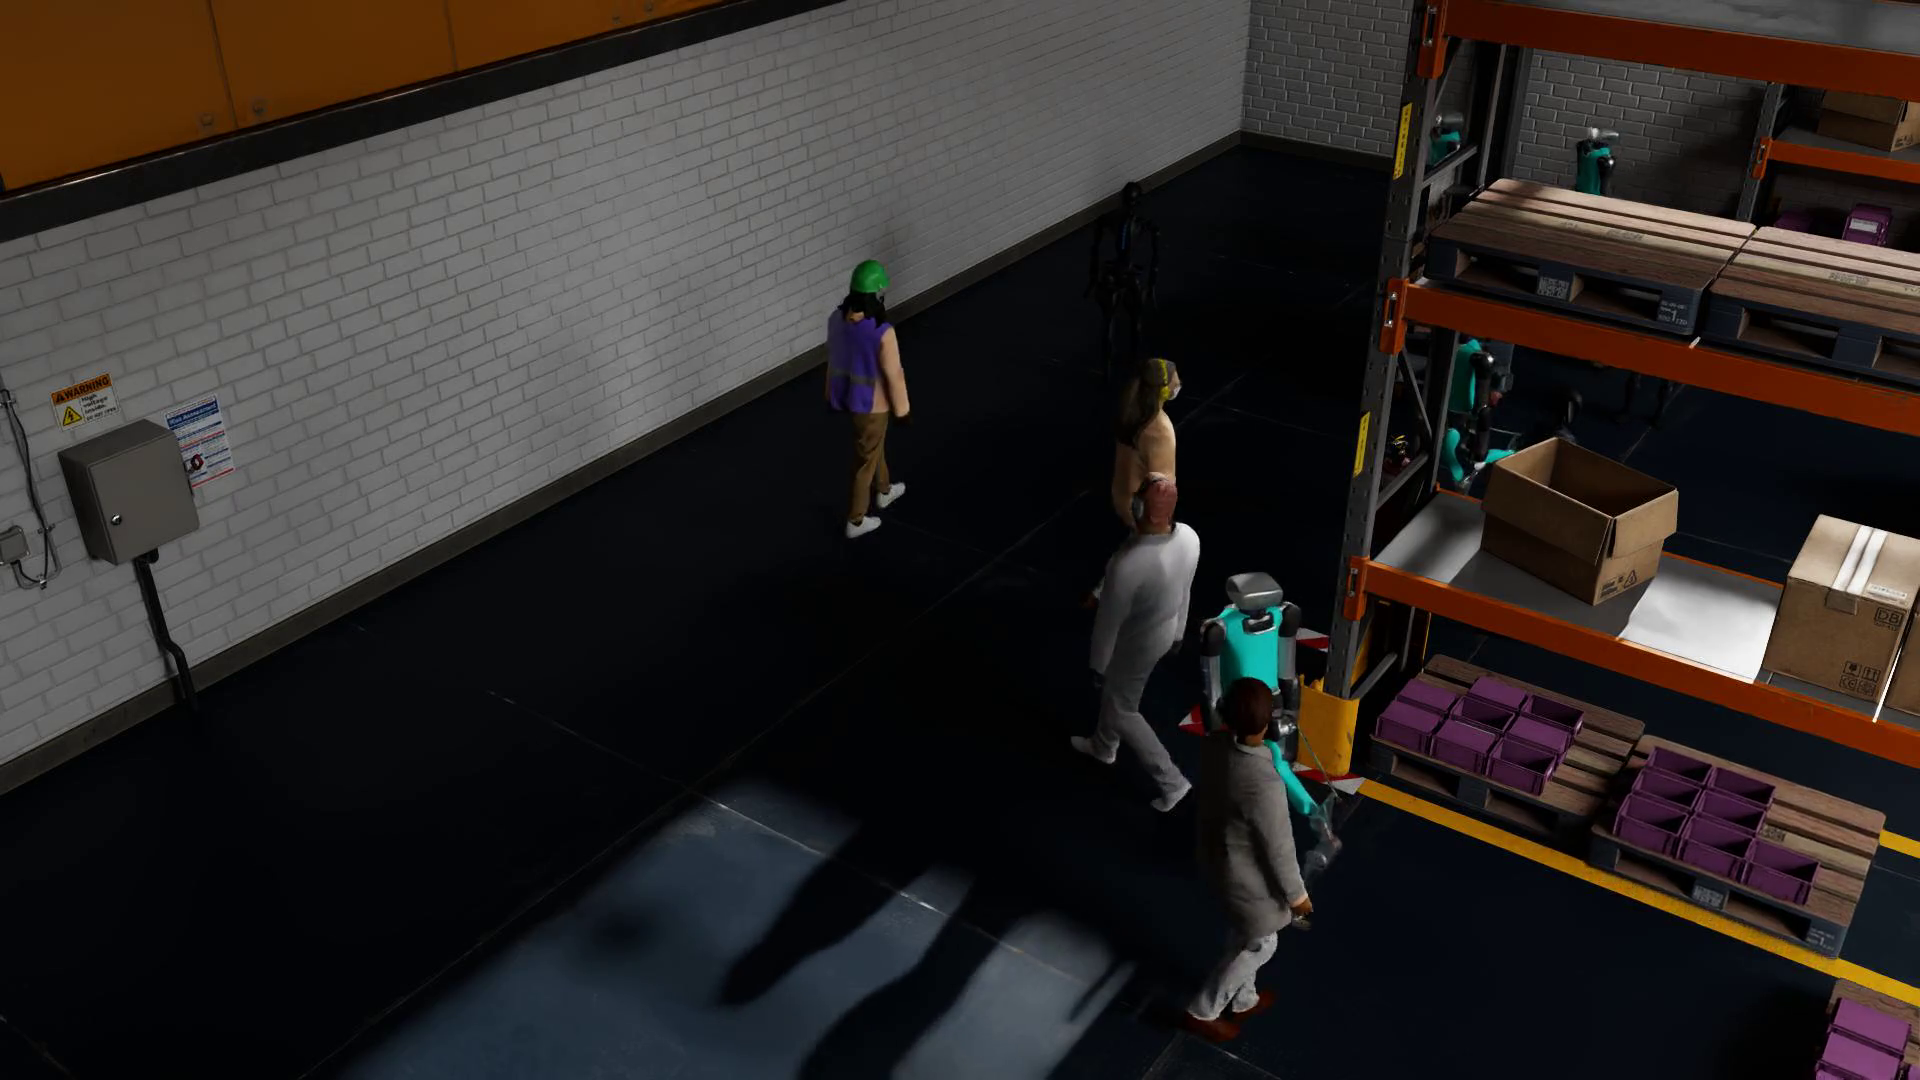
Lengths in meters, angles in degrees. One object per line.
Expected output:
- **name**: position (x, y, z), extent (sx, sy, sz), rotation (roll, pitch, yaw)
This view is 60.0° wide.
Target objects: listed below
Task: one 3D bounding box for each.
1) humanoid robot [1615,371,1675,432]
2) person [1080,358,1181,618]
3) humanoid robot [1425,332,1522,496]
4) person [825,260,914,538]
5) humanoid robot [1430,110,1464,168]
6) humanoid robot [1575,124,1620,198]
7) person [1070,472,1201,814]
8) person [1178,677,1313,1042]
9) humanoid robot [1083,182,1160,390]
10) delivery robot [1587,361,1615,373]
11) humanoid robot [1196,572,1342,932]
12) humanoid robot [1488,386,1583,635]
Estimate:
- **humanoid robot**: position (5.248, -1.591, 12.397), extent (0.590, 1.639, 0.357), rotation (6, 31, 11)
- **person**: position (1.052, -0.208, 9.805), extent (0.494, 1.861, 0.577), rotation (-11, 32, -18)
- **humanoid robot**: position (3.377, -0.698, 10.837), extent (1.066, 1.759, 0.560), rotation (-16, 33, -25)
- **person**: position (-0.529, -0.973, 11.085), extent (0.579, 1.901, 0.839), rotation (25, 38, 36)
- **humanoid robot**: position (4.454, -2.915, 14.642), extent (1.010, 1.734, 0.533), rotation (-3, 30, -6)
- **humanoid robot**: position (5.548, -2.676, 14.197), extent (0.741, 1.755, 0.555), rotation (-3, 30, -6)
- **person**: position (0.921, 0.515, 8.545), extent (0.858, 1.857, 0.654), rotation (23, 37, 34)
- **person**: position (1.217, 1.388, 7.090), extent (0.494, 1.799, 0.555), rotation (-11, 32, -19)
- **humanoid robot**: position (1.285, -2.063, 13.230), extent (0.606, 1.637, 0.694), rotation (8, 31, 14)
- **delivery robot**: position (5.258, -1.772, 13.812), extent (0.499, 0.580, 0.756), rotation (-23, 37, -34)
- **humanoid robot**: position (1.465, 1.065, 7.711), extent (0.540, 1.706, 1.038), rotation (-13, 33, -22)
- **humanoid robot**: position (3.452, -0.153, 9.892), extent (0.355, 1.644, 0.609), rotation (8, 31, 14)
